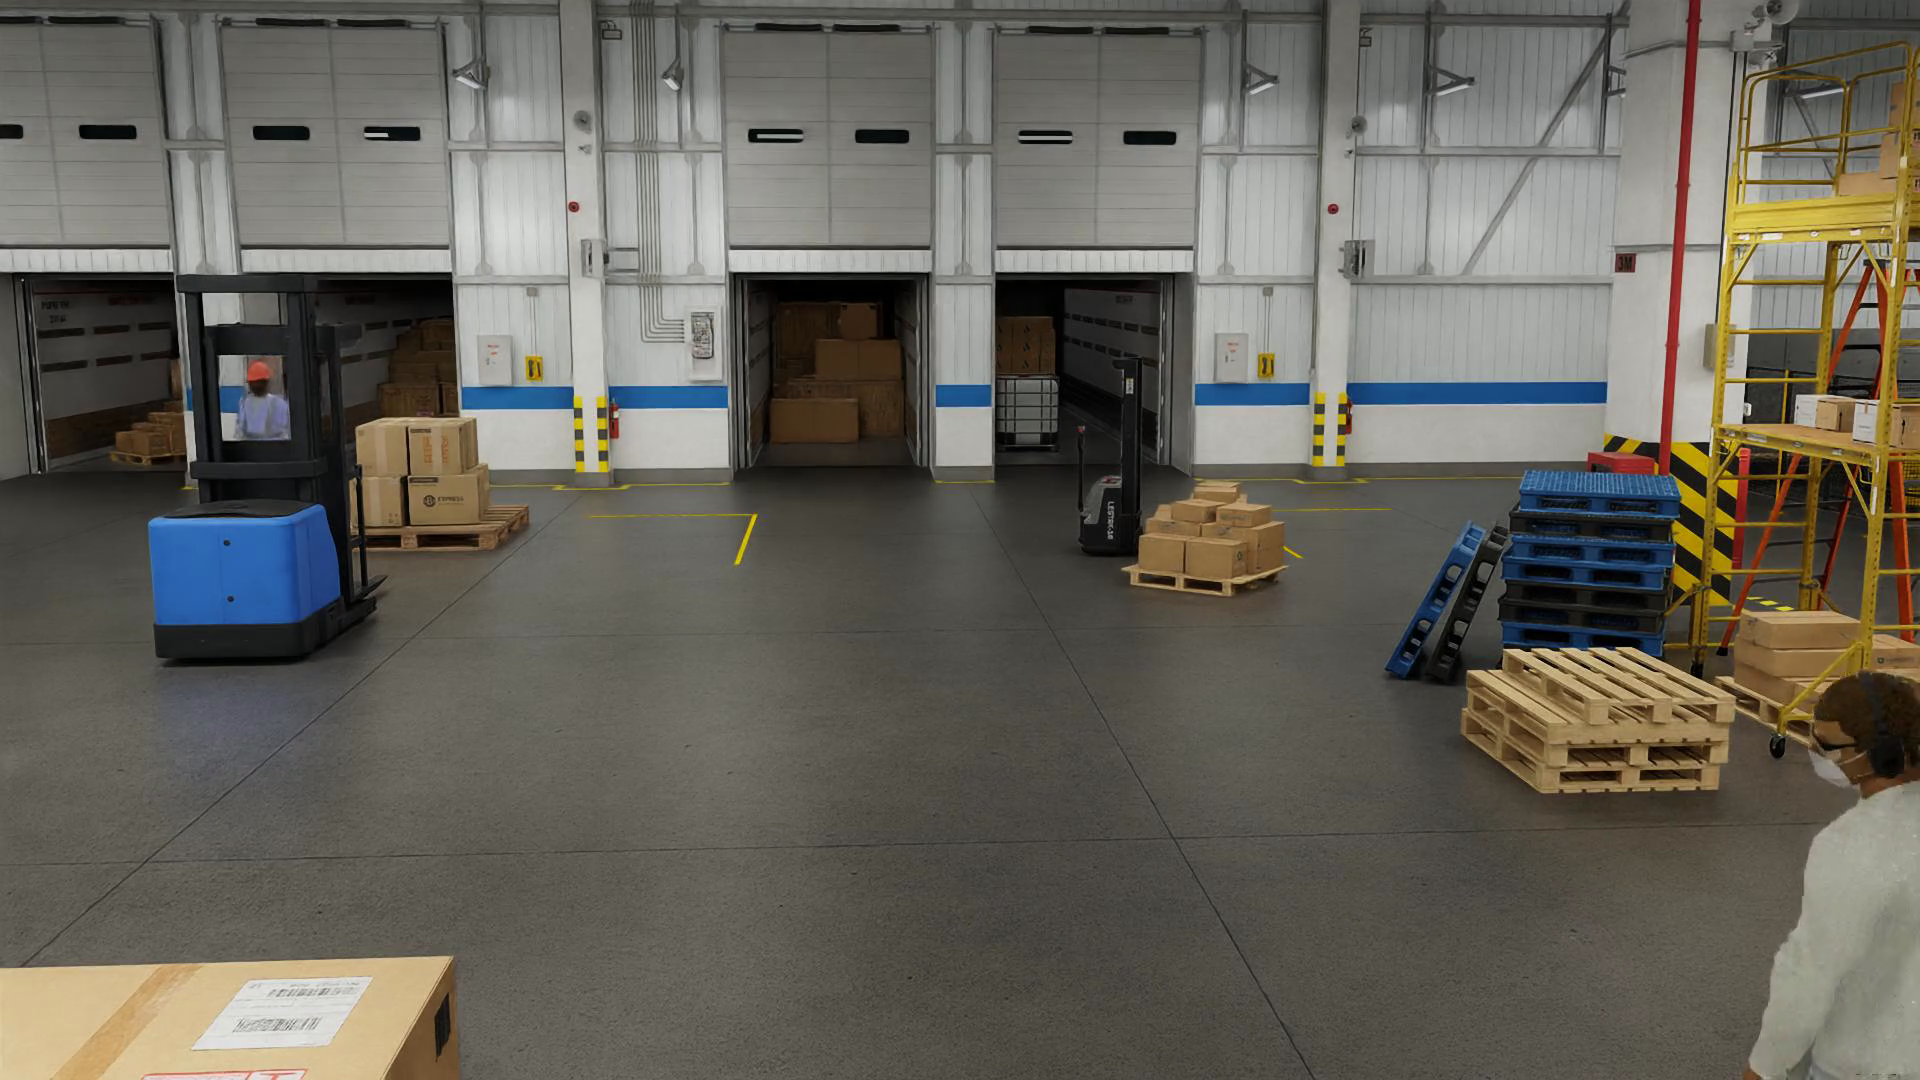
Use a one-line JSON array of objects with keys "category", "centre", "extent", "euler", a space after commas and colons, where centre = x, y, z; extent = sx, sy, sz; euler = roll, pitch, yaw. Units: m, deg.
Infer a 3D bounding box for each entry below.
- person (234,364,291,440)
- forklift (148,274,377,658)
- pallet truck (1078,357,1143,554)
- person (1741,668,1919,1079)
[{"category": "person", "centre": [-7.484, -0.955, 17.895], "extent": [0.561, 1.889, 1.011], "euler": [3, 9, 16]}, {"category": "forklift", "centre": [-5.348, -0.627, 12.681], "extent": [1.129, 2.768, 1.873], "euler": [-1, 9, -4]}, {"category": "pallet truck", "centre": [2.088, -0.836, 16.757], "extent": [1.885, 1.965, 0.823], "euler": [2, 9, 13]}, {"category": "person", "centre": [2.148, 1.237, 4.066], "extent": [0.650, 1.900, 0.690], "euler": [-7, 12, -39]}]
